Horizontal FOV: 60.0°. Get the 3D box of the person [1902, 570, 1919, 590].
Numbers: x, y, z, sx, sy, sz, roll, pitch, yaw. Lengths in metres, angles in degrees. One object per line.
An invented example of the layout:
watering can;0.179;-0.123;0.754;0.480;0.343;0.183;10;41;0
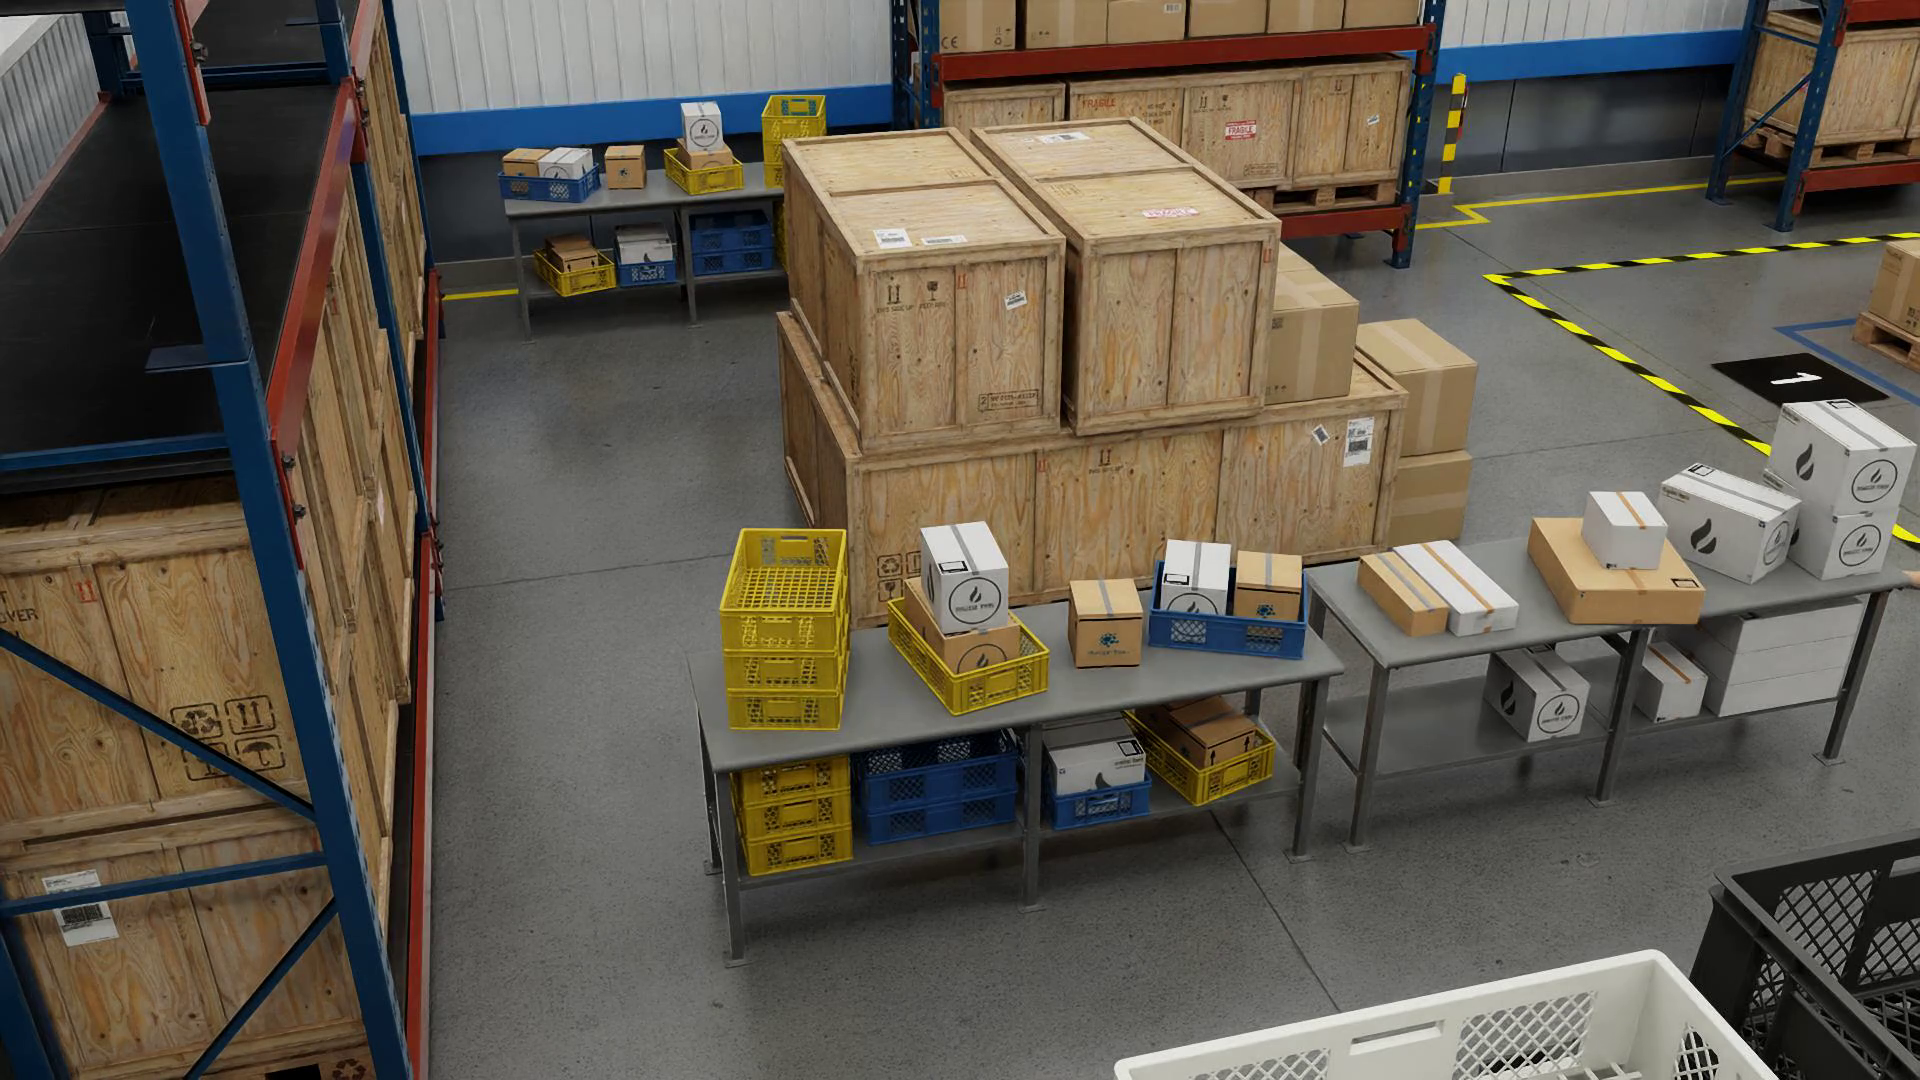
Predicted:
person;5.183;-0.555;8.289;0.373;2.039;0.614;0;29;0
